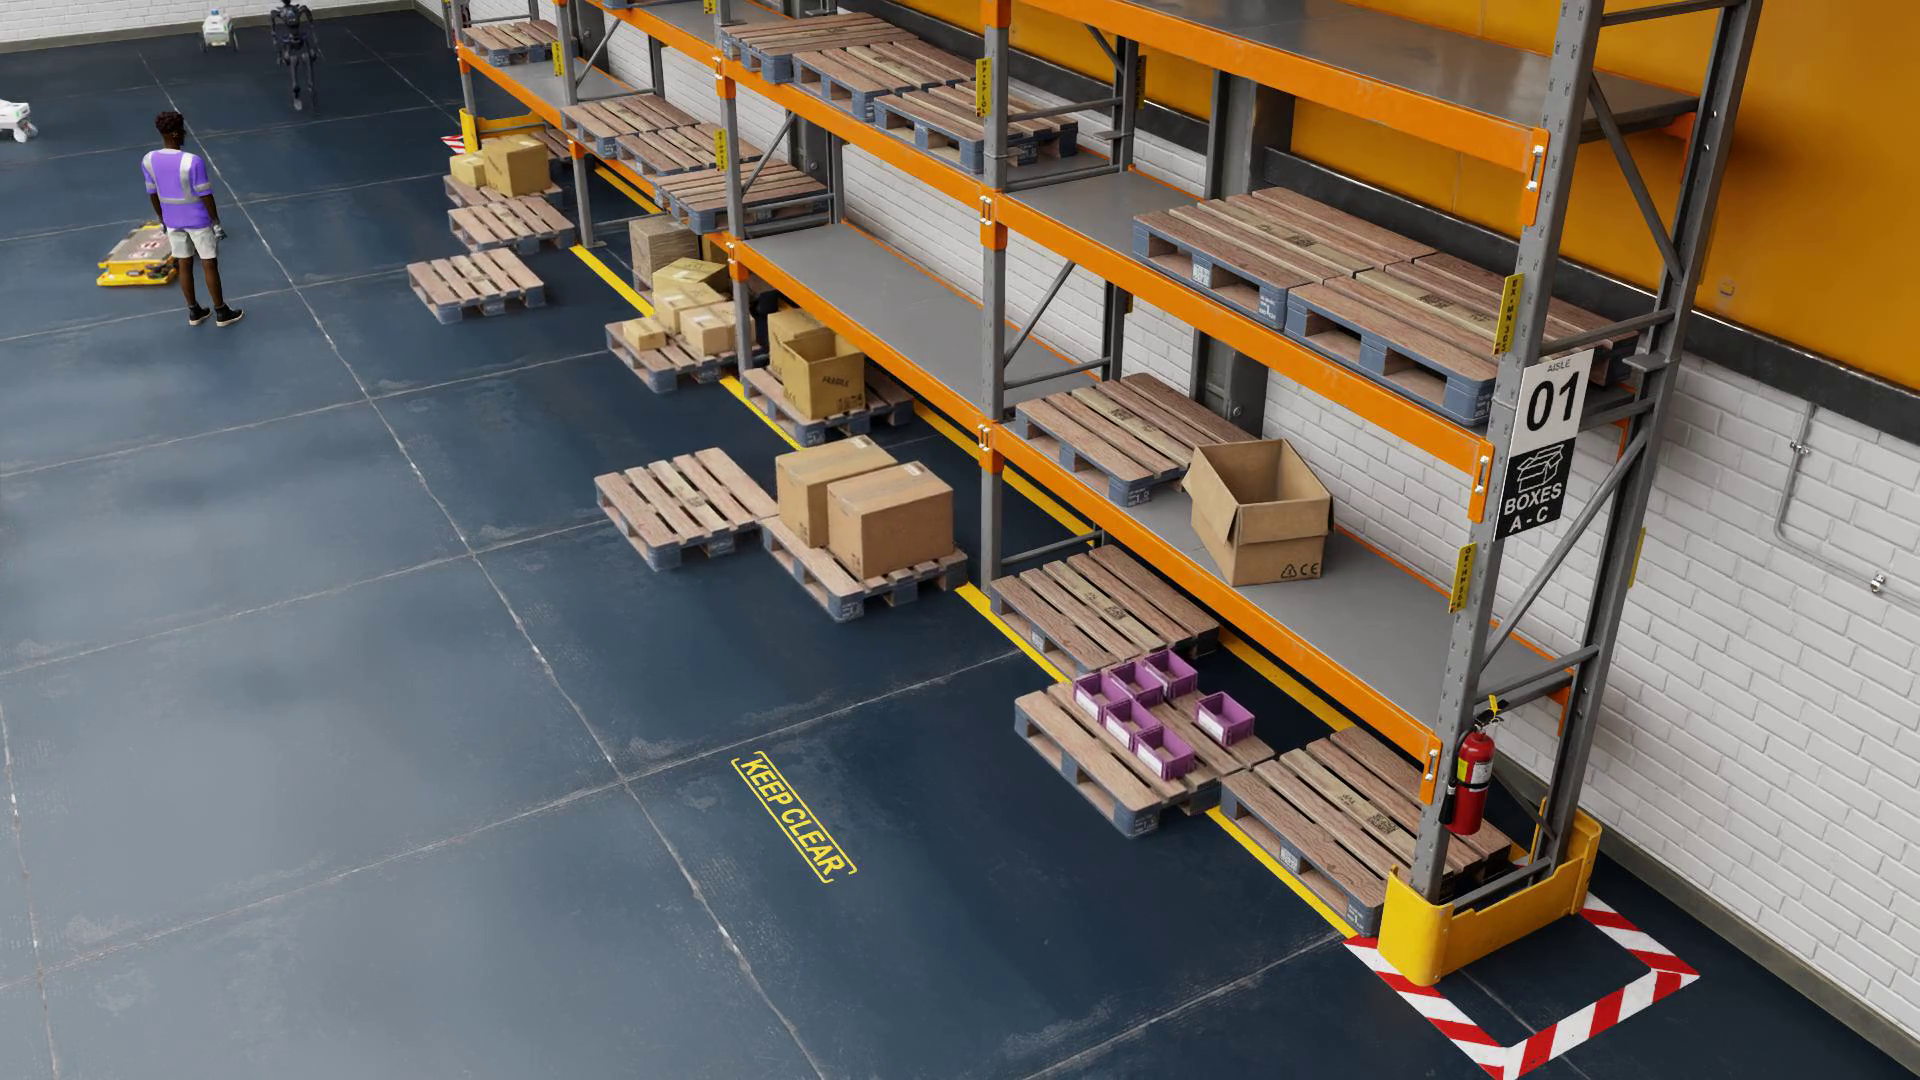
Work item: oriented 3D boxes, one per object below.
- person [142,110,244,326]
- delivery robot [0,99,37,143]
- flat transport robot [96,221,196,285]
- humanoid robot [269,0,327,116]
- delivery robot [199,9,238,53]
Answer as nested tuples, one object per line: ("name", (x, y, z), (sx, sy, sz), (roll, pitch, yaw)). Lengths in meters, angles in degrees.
("person", (-6.955, -2.891, 15.017), (0.611, 1.962, 0.362), (5, 30, 9))
("delivery robot", (-11.870, -5.200, 20.515), (0.788, 0.587, 0.499), (-1, 30, -1))
("flat transport robot", (-8.106, -2.890, 16.733), (0.659, 0.231, 1.431), (-3, 30, -5))
("humanoid robot", (-8.459, -6.268, 21.269), (0.612, 1.647, 0.402), (-17, 34, -27))
("delivery robot", (-11.015, -7.559, 24.702), (0.499, 0.609, 0.807), (-8, 30, -13))
